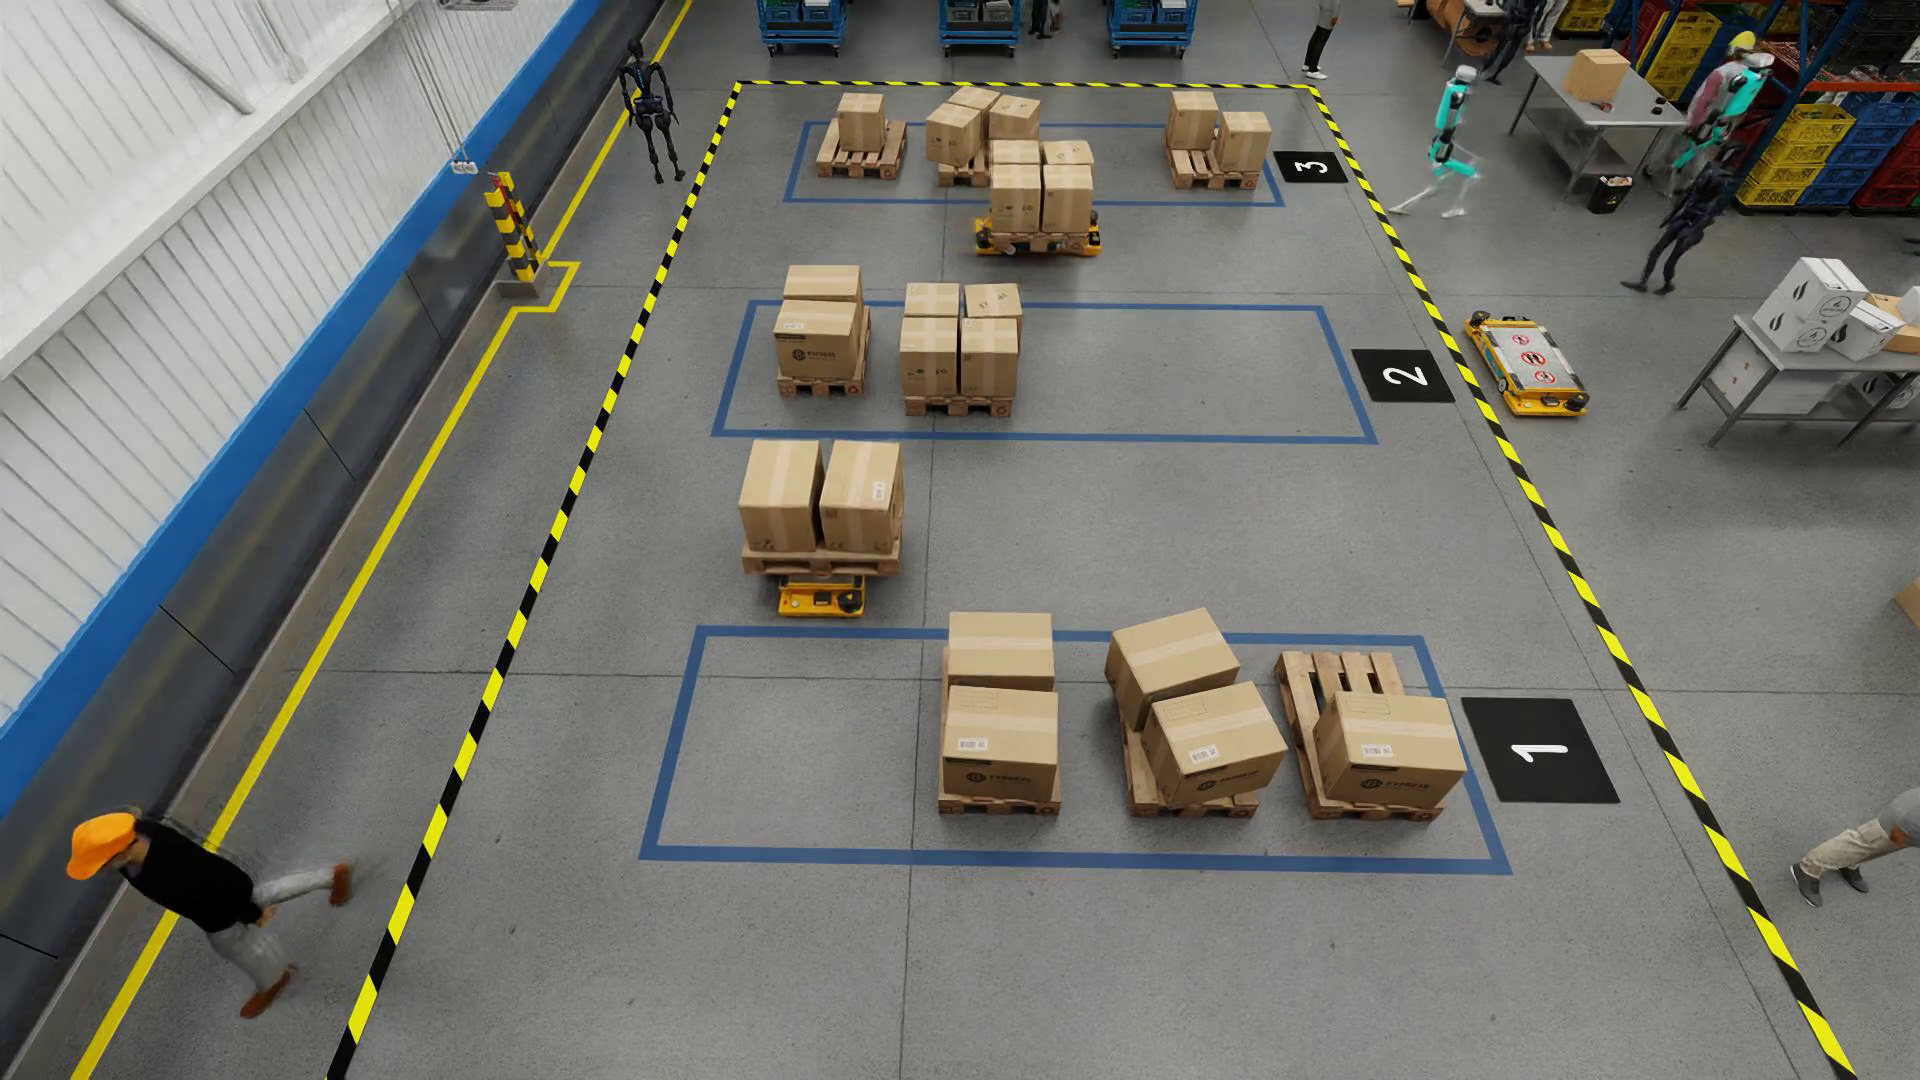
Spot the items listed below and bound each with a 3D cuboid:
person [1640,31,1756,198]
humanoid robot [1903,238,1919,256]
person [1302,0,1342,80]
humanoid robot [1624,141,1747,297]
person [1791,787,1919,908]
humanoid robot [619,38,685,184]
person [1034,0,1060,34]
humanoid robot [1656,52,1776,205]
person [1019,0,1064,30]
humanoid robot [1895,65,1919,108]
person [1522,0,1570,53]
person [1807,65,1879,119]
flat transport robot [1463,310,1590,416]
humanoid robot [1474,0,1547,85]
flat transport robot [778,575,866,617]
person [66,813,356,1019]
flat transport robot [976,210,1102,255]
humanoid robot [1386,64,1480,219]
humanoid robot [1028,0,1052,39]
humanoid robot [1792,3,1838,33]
[{"bbox_3d":[8.858,-5.015,10.876,0.604,1.783,0.821,-10,50,-8],"label":"person"},{"bbox_3d":[11.081,-3.892,9.960,0.315,1.657,0.599,13,50,11],"label":"humanoid robot"},{"bbox_3d":[5.314,-7.593,13.058,0.386,1.850,0.599,1,49,1],"label":"person"},{"bbox_3d":[7.536,-3.266,9.458,0.381,1.667,0.590,3,49,2],"label":"humanoid robot"},{"bbox_3d":[5.505,1.568,5.184,0.562,1.766,0.400,-9,50,-8],"label":"person"},{"bbox_3d":[-3.737,-5.168,11.068,0.599,1.653,0.315,-7,50,-6],"label":"humanoid robot"},{"bbox_3d":[1.416,-8.862,14.082,0.608,1.964,0.367,-5,49,-4],"label":"person"},{"bbox_3d":[8.682,-4.805,10.766,0.544,1.858,0.727,-17,51,-14],"label":"humanoid robot"},{"bbox_3d":[1.179,-8.930,14.199,0.910,1.901,0.637,21,52,17],"label":"person"},{"bbox_3d":[12.416,-5.944,11.712,0.682,1.797,0.541,-11,50,-10],"label":"humanoid robot"},{"bbox_3d":[9.037,-8.306,13.684,0.632,1.842,0.429,-11,50,-9],"label":"person"},{"bbox_3d":[11.258,-5.858,11.535,0.337,1.881,0.583,4,49,4],"label":"person"},{"bbox_3d":[5.573,-1.757,9.054,0.659,0.231,1.431,1,49,1],"label":"flat transport robot"},{"bbox_3d":[7.847,-7.250,12.887,0.635,1.637,0.425,-12,50,-10],"label":"humanoid robot"},{"bbox_3d":[-1.068,0.000,7.515,0.652,0.197,1.431,1,49,1],"label":"flat transport robot"},{"bbox_3d":[-3.929,1.858,4.875,0.583,1.860,0.850,27,54,21],"label":"person"},{"bbox_3d":[0.899,-3.571,10.605,1.431,0.197,0.652,1,49,1],"label":"flat transport robot"},{"bbox_3d":[5.692,-4.436,10.440,1.034,1.778,0.535,10,50,8],"label":"humanoid robot"},{"bbox_3d":[1.281,-8.664,14.091,0.315,1.657,0.599,-23,53,-19],"label":"humanoid robot"},{"bbox_3d":[12.986,-8.215,13.739,0.507,1.640,0.612,-32,56,-24],"label":"humanoid robot"}]
